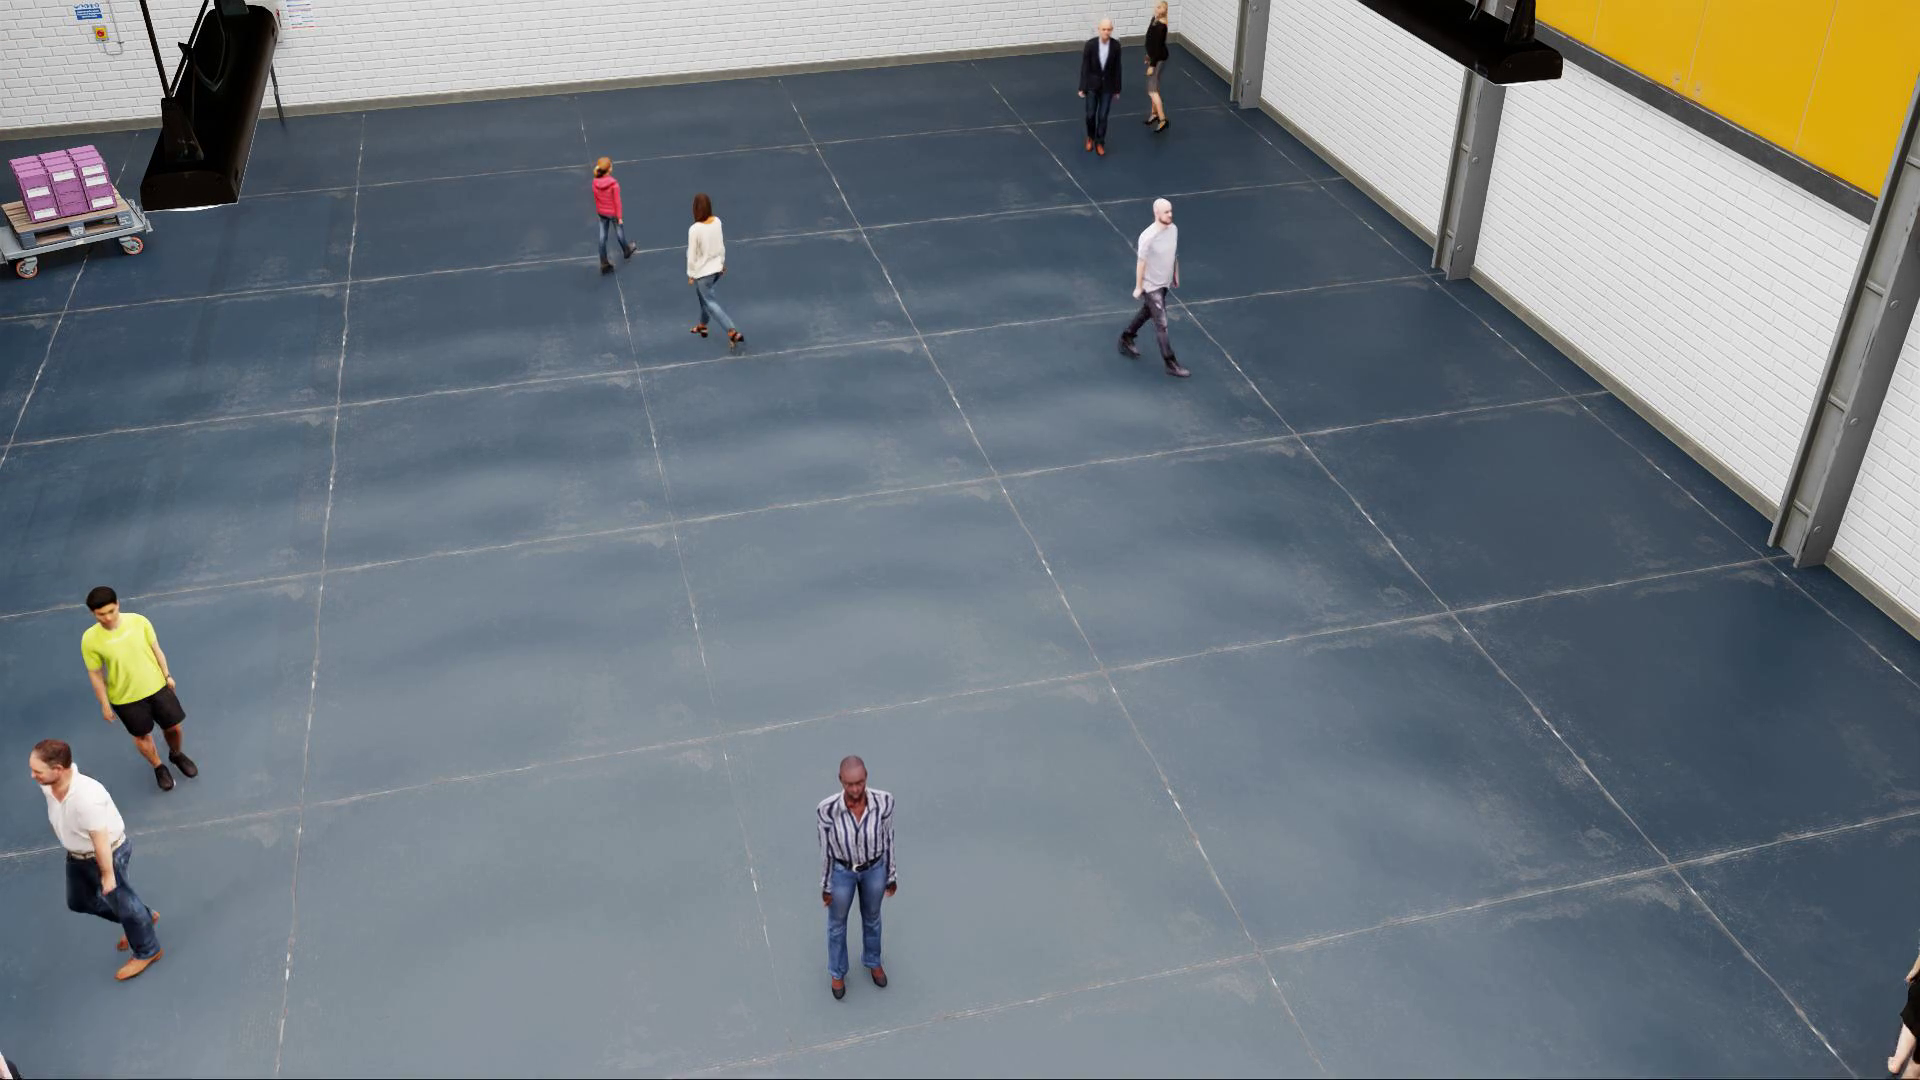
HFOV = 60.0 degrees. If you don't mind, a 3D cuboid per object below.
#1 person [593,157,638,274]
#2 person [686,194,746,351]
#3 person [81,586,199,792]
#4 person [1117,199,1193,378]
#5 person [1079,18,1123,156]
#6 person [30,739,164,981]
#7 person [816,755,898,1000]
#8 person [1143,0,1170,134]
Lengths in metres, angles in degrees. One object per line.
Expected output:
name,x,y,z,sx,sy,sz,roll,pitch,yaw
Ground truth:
person,-4.017,-3.665,18.862,0.828,1.285,0.952,11,35,16
person,-2.553,-2.737,17.137,1.116,1.650,1.005,21,39,28
person,-5.722,0.980,11.500,0.758,1.699,0.758,-25,41,-33
person,1.909,-2.586,16.786,1.328,1.787,1.115,28,43,35
person,1.837,-5.996,21.913,0.771,1.789,0.722,-2,34,-3
person,-5.105,1.856,10.054,0.816,1.841,0.878,18,38,25
person,-0.622,1.987,9.898,0.621,1.795,0.522,-9,35,-13
person,2.678,-6.401,22.514,0.769,1.799,0.588,5,34,8
